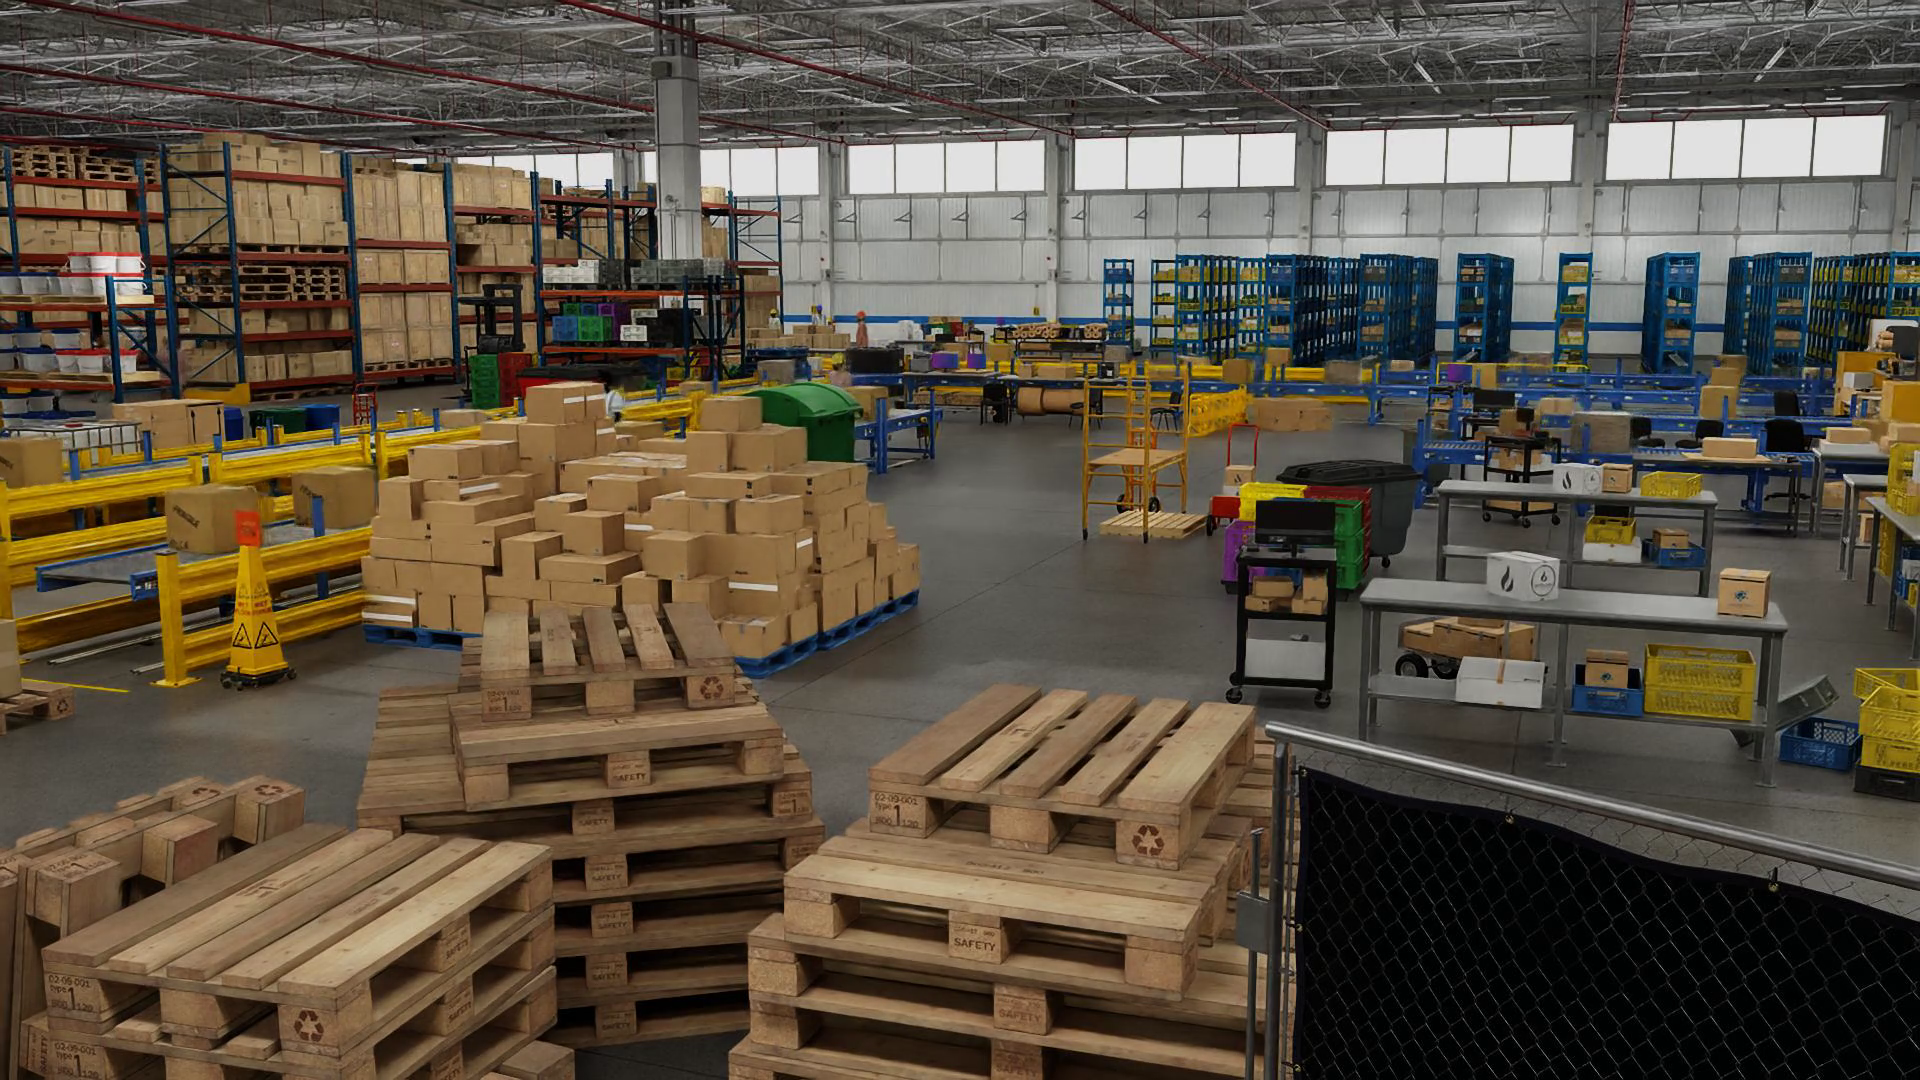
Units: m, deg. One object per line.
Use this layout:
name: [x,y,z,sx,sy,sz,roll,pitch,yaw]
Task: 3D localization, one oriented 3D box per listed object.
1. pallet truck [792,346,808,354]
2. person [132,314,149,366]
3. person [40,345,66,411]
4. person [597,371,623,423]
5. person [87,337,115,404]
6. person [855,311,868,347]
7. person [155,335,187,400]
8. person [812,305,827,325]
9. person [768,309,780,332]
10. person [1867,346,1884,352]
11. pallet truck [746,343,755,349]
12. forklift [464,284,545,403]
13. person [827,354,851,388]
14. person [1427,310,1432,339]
pallet truck: [-3.705,-4.298,42.022,0.653,1.274,1.630,3,10,20]
person: [-23.690,-5.550,47.971,0.549,1.918,0.757,5,10,27]
person: [-18.307,-3.118,33.496,0.539,1.658,0.753,-2,9,-10]
person: [-5.069,-1.635,24.197,0.542,1.658,0.871,5,10,28]
person: [-20.323,-4.011,39.298,0.518,1.583,0.880,4,10,24]
person: [-2.886,-5.709,48.851,0.411,1.988,0.699,1,9,5]
person: [-15.386,-3.072,32.529,0.799,1.882,0.650,5,10,30]
person: [-5.124,-7.592,60.677,0.605,1.948,0.404,-5,11,-31]
person: [-6.983,-7.776,62.401,0.523,1.769,0.317,6,11,33]
person: [21.140,-4.031,38.476,0.399,1.899,0.644,5,10,28]
pallet truck: [-6.183,-4.618,44.264,1.601,1.201,0.680,-9,12,-43]
forklift: [-10.832,-4.702,39.610,1.129,2.768,1.873,3,10,20]
person: [-2.064,-2.277,28.026,0.528,1.715,0.899,6,11,33]
person: [16.961,-7.497,60.468,0.444,1.831,0.563,3,10,19]
